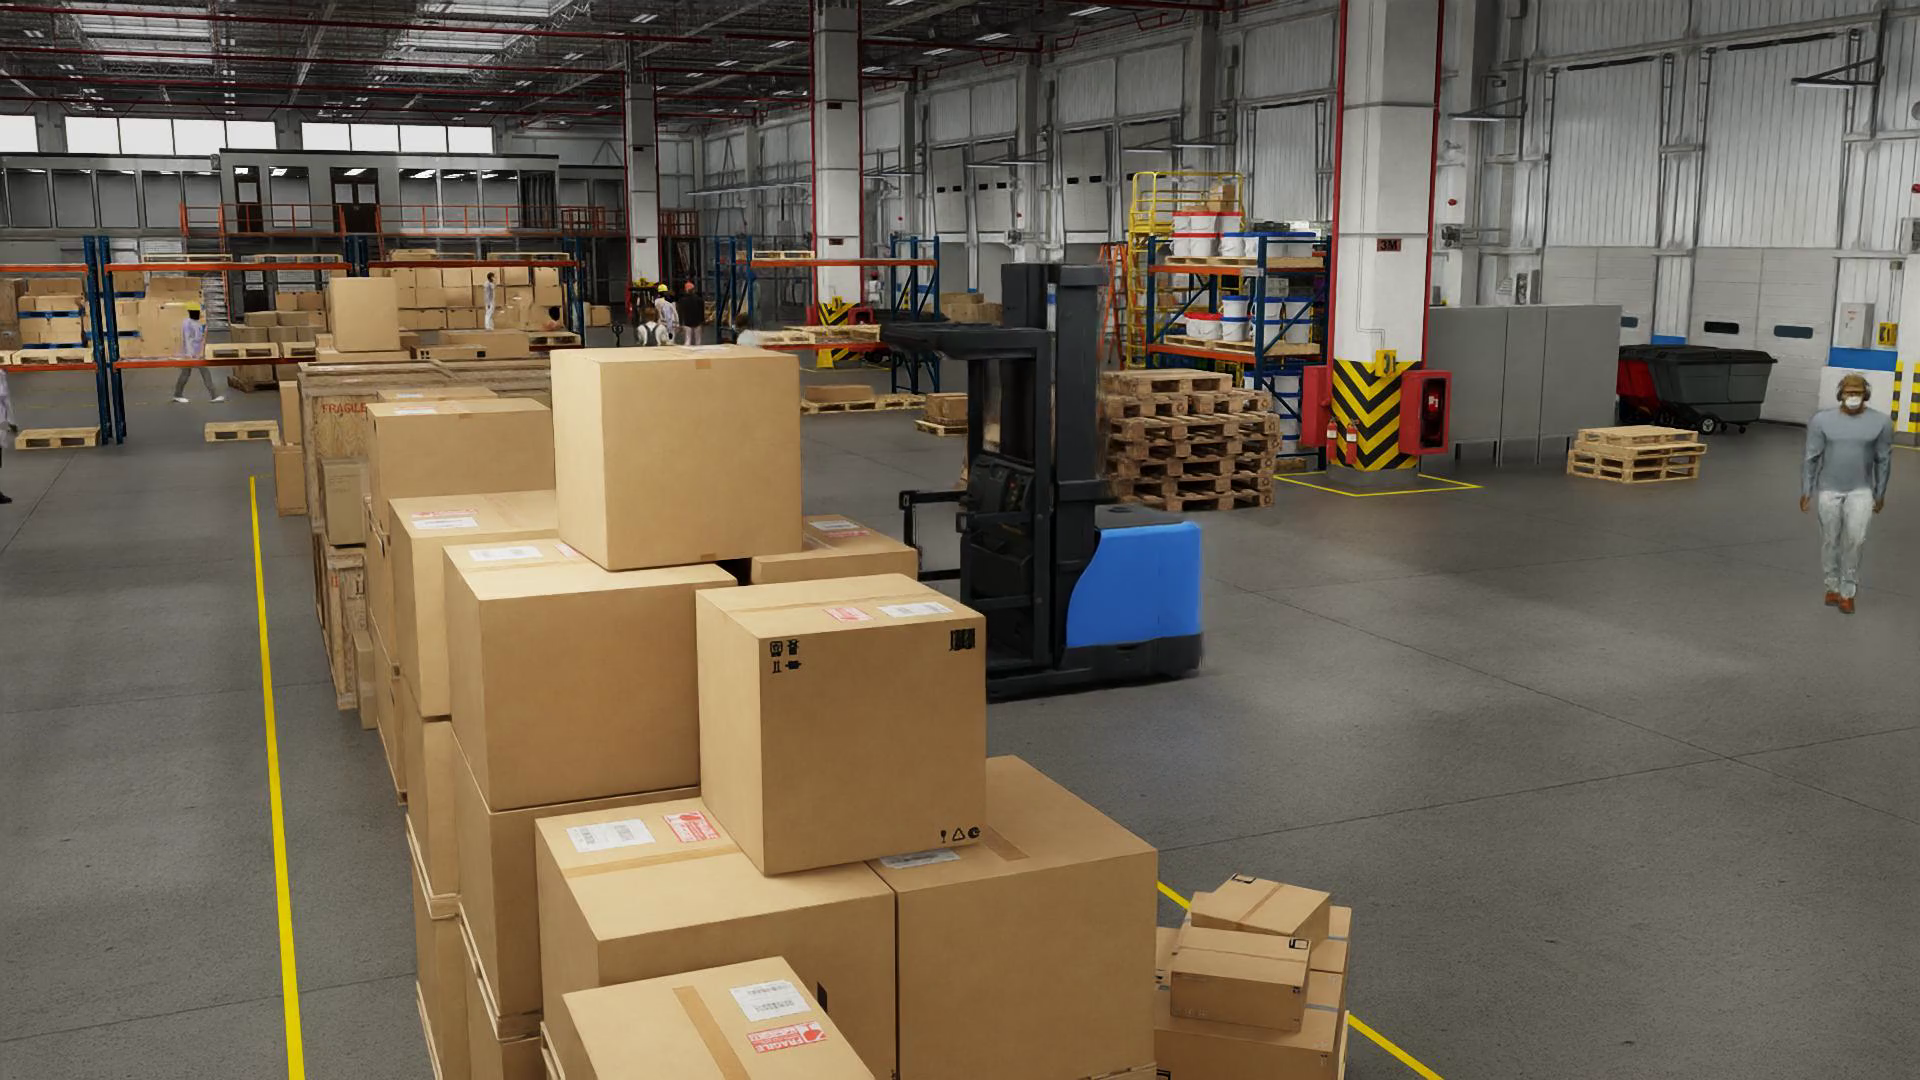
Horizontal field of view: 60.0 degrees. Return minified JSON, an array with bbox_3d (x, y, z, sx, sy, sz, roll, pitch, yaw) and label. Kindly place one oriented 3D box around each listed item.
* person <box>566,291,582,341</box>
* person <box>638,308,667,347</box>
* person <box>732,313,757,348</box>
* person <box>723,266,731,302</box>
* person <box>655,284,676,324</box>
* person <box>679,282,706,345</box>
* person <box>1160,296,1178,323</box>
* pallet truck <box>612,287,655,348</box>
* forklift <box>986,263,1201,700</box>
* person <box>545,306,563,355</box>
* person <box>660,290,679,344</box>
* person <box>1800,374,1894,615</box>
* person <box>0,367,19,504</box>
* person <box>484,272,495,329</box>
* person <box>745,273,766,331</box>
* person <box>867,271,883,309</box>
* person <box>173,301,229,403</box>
[{"bbox_3d":[-9.673,-5.398,41.696,0.504,1.694,0.894,3,11,14],"label":"person"},{"bbox_3d":[-5.342,-3.148,29.050,0.502,1.777,0.988,-1,10,-6],"label":"person"},{"bbox_3d":[-3.250,-2.458,25.006,1.055,1.880,0.636,-1,10,-3],"label":"person"},{"bbox_3d":[-10.769,-12.055,77.740,0.627,1.949,1.045,-2,10,-11],"label":"person"},{"bbox_3d":[-7.007,-5.083,39.369,0.582,1.919,0.396,-8,13,-37],"label":"person"},{"bbox_3d":[-6.370,-5.167,39.641,0.617,1.973,0.503,0,10,-1],"label":"person"},{"bbox_3d":[4.124,-3.810,32.437,1.021,1.868,0.583,1,10,3],"label":"person"},{"bbox_3d":[-6.464,-4.406,35.401,0.823,1.965,1.885,6,12,32],"label":"pallet truck"},{"bbox_3d":[0.613,-0.466,11.255,1.873,2.768,1.129,-4,11,-23],"label":"forklift"},{"bbox_3d":[-8.110,-3.810,33.001,0.726,1.671,0.535,-7,12,-34],"label":"person"},{"bbox_3d":[-6.512,-4.680,37.352,0.429,1.839,0.633,-3,11,-14],"label":"person"},{"bbox_3d":[7.093,-0.365,13.363,0.647,1.906,0.819,5,12,27],"label":"person"},{"bbox_3d":[-10.912,-1.344,18.755,0.422,1.922,0.542,2,10,11],"label":"person"},{"bbox_3d":[-14.938,-7.541,52.887,0.380,1.931,0.625,0,10,-1],"label":"person"},{"bbox_3d":[-6.593,-7.600,53.270,0.641,1.893,0.979,4,11,23],"label":"person"},{"bbox_3d":[-2.962,-8.229,56.748,0.534,1.904,0.849,7,12,32],"label":"person"},{"bbox_3d":[-13.979,-3.423,30.339,1.013,1.875,0.602,0,10,2],"label":"person"}]
